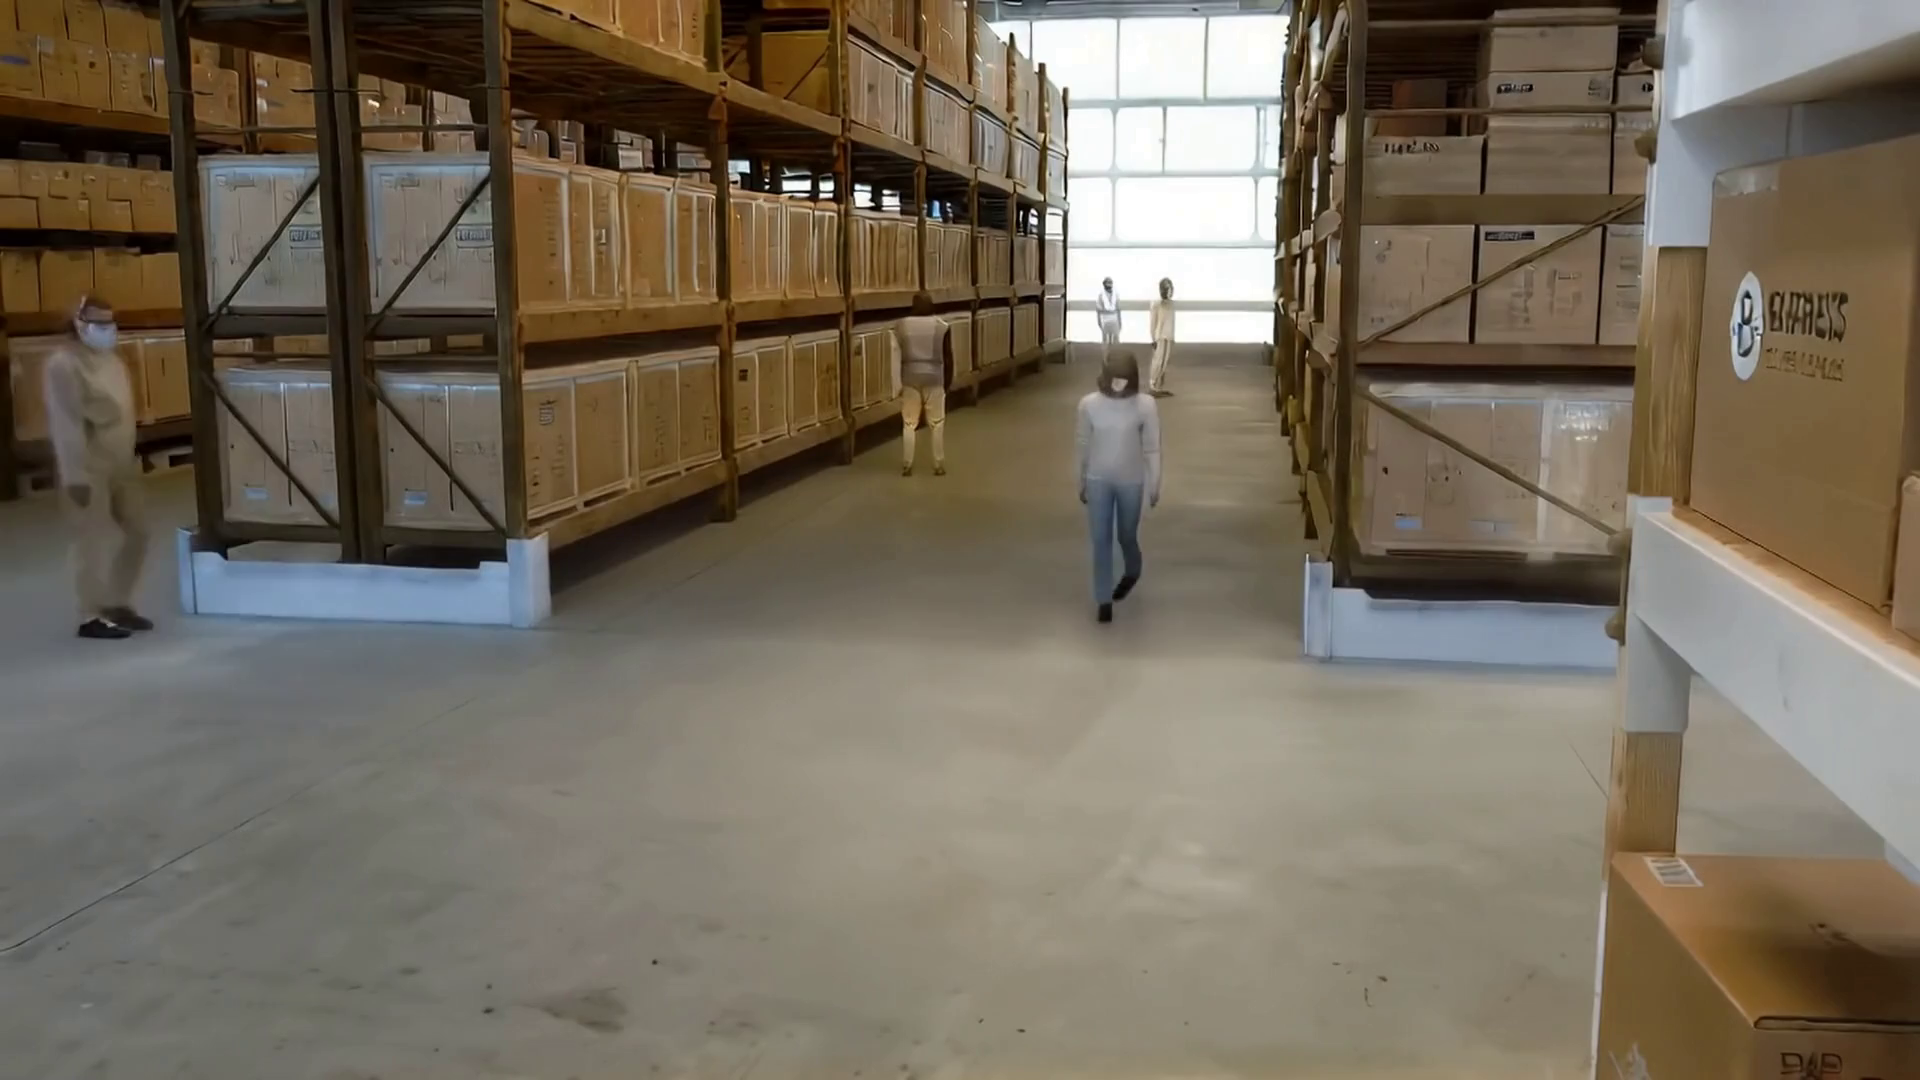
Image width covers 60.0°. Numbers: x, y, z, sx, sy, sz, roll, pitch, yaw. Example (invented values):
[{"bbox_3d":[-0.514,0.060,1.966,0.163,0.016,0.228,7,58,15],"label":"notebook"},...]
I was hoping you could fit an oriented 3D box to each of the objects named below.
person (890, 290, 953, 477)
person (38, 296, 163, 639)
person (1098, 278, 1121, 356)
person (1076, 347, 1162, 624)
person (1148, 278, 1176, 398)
[{"bbox_3d":[-0.378,-1.539,16.452,0.621,1.845,0.429,0,9,3],"label":"person"},{"bbox_3d":[-4.700,-0.383,9.140,0.491,1.888,0.679,2,9,9],"label":"person"},{"bbox_3d":[3.305,-4.814,36.634,0.543,1.875,1.022,-1,9,-4],"label":"person"},{"bbox_3d":[0.944,-0.347,9.814,0.505,1.597,0.752,2,9,13],"label":"person"},{"bbox_3d":[3.276,-3.262,26.881,0.369,1.930,0.627,8,12,40],"label":"person"}]
